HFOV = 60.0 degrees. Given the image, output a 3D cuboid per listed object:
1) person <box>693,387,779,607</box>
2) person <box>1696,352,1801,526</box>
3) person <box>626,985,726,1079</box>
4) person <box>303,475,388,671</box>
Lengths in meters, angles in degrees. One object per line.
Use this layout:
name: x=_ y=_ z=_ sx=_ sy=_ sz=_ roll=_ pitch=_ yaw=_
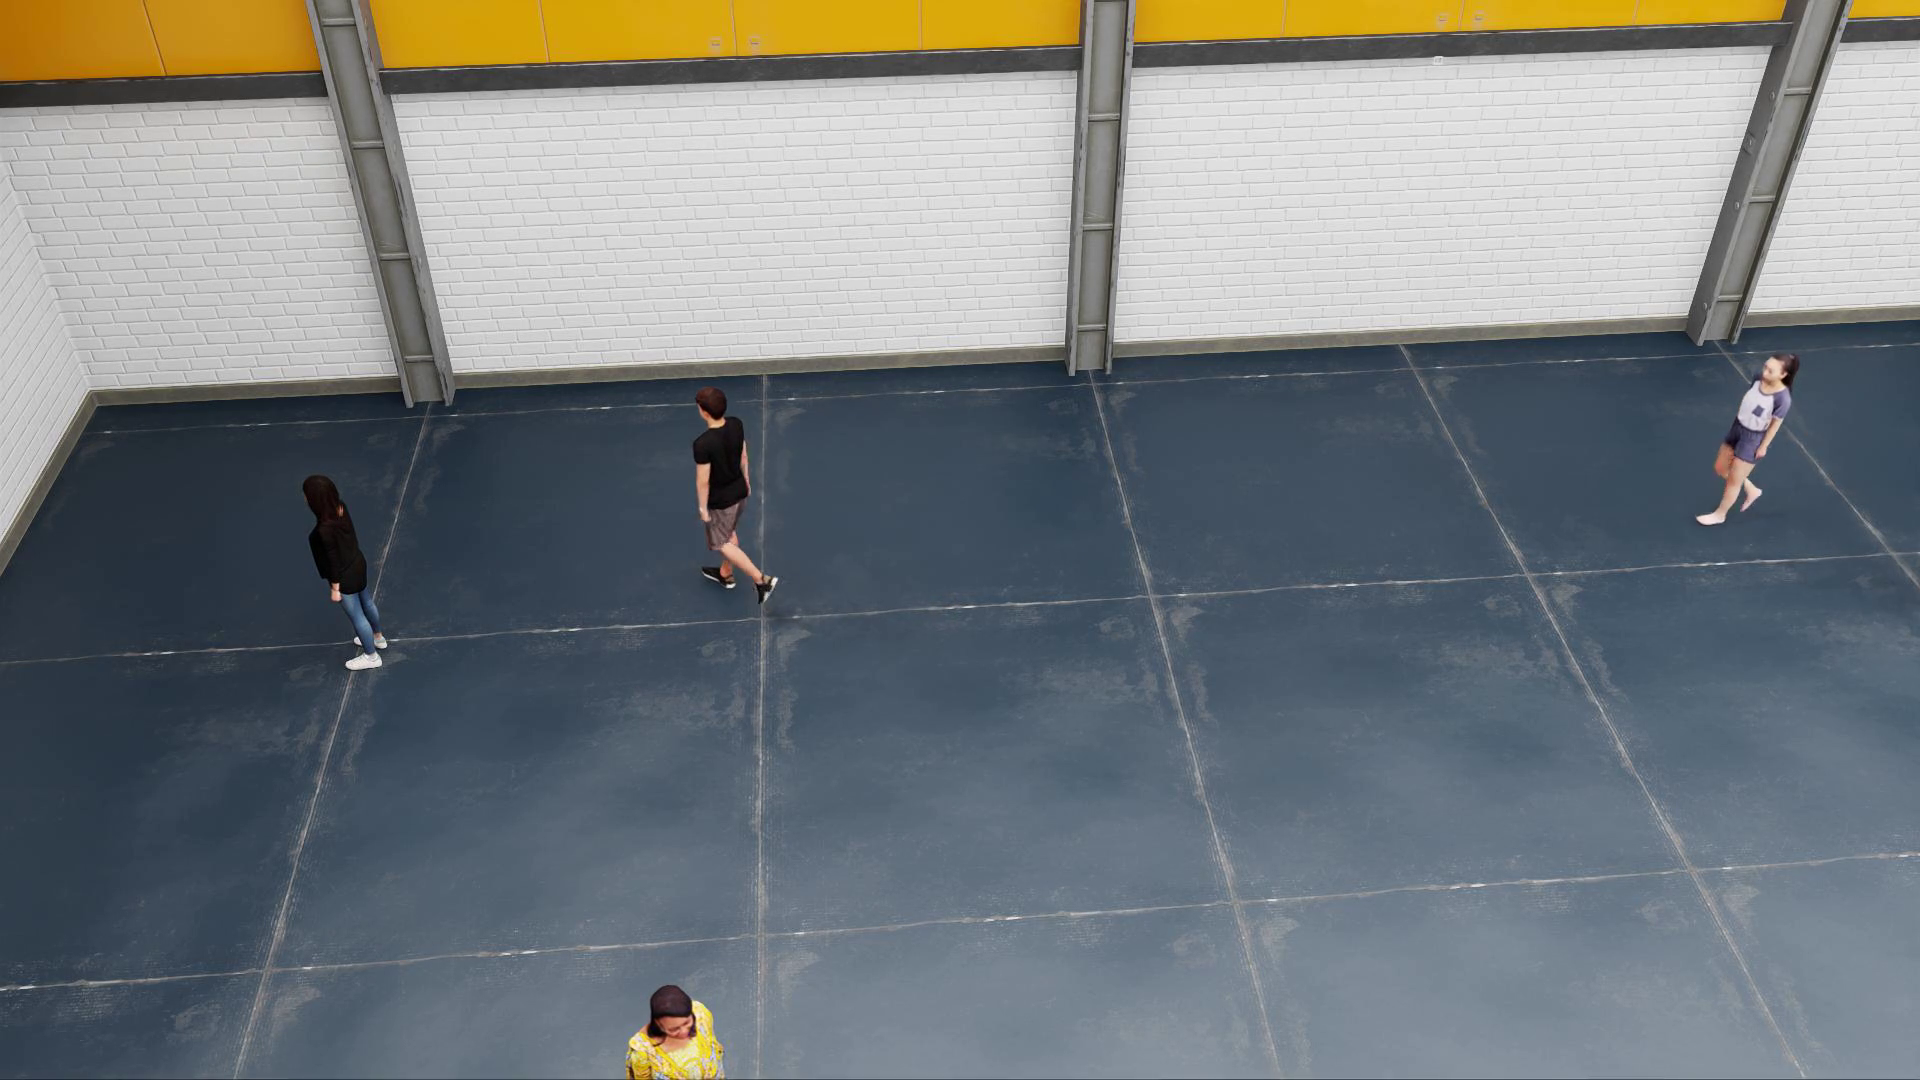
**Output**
person: x=-1.681 y=-0.301 z=12.338 sx=1.149 sy=1.844 sz=1.041 roll=23 pitch=44 yaw=26
person: x=6.300 y=-0.801 z=13.130 sx=0.749 sy=1.637 sz=0.636 roll=-5 pitch=39 yaw=-6
person: x=-1.423 y=2.842 z=8.554 sx=0.881 sy=1.655 sz=0.945 roll=-32 pitch=48 yaw=-33
person: x=-4.377 y=0.214 z=11.851 sx=0.525 sy=1.647 sz=0.584 roll=0 pitch=39 yaw=0
